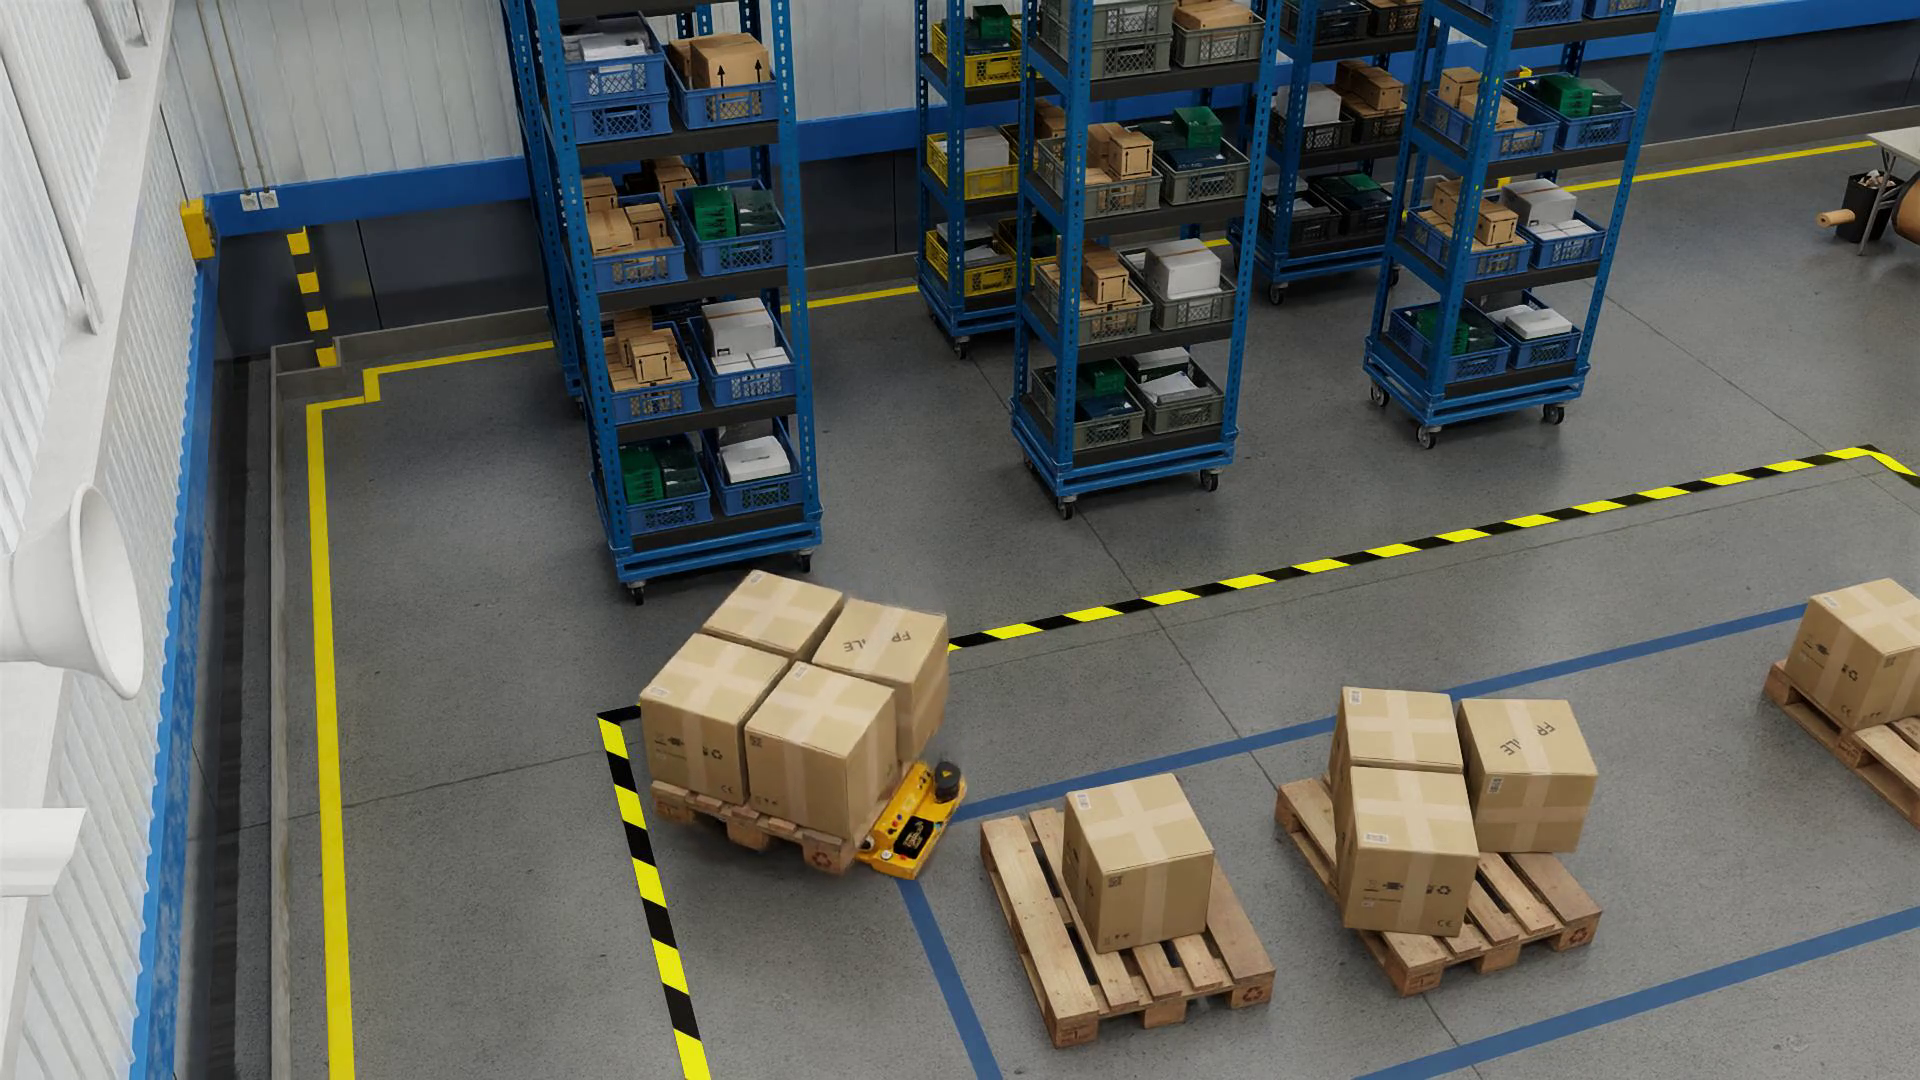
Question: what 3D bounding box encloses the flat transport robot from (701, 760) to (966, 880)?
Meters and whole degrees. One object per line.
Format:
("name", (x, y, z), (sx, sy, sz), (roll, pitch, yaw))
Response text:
("flat transport robot", (-0.751, 1.211, 8.315), (1.431, 0.197, 0.652), (14, 38, 19))
